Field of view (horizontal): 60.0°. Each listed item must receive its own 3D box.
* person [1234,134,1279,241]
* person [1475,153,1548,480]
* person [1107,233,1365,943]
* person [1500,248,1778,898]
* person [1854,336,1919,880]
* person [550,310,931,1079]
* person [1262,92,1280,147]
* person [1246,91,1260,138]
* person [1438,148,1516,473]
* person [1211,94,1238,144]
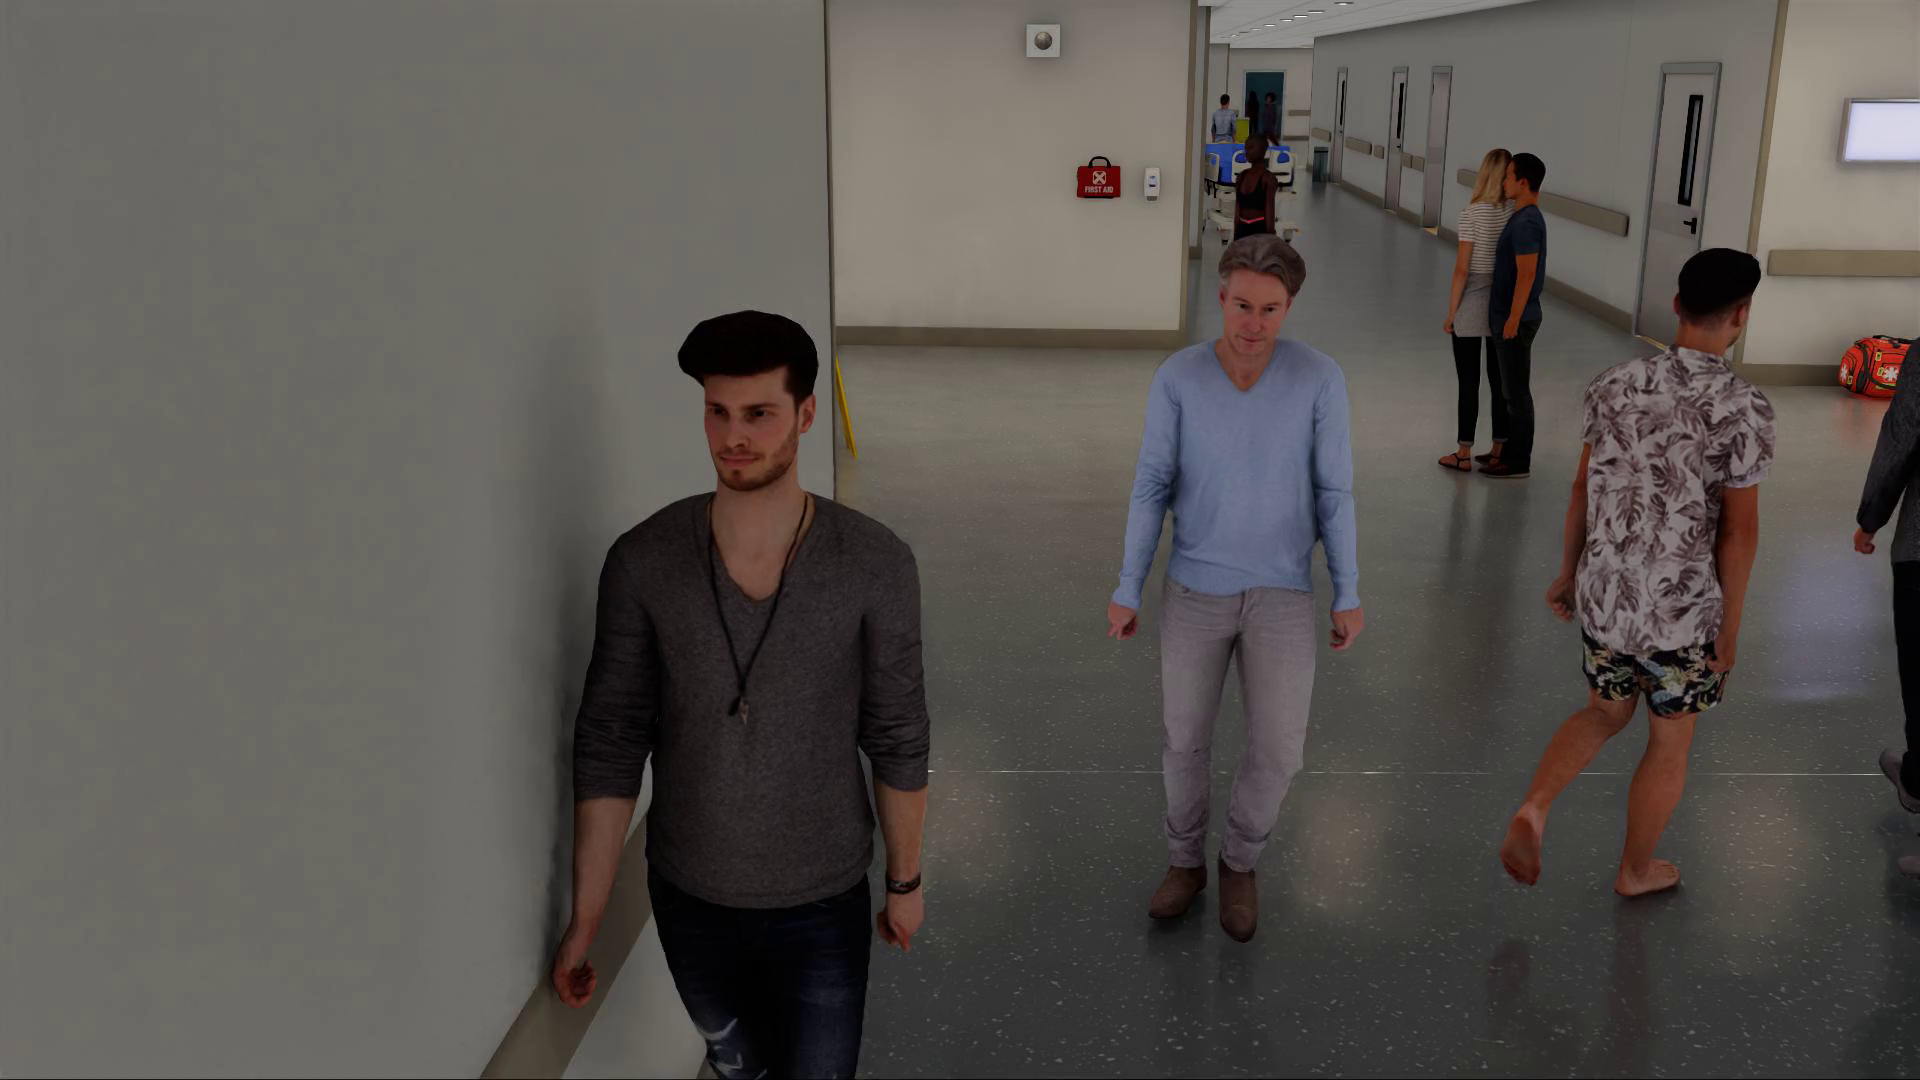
[{"bbox_3d":[2.495,-2.449,13.723,0.951,1.745,0.908,-15,22,-43],"label":"person"},{"bbox_3d":[3.149,-1.259,9.388,0.598,1.807,0.699,4,16,15],"label":"person"},{"bbox_3d":[0.738,0.140,4.331,0.716,1.859,0.909,5,17,18],"label":"person"},{"bbox_3d":[1.802,0.155,4.398,1.045,1.793,0.976,-12,20,-37],"label":"person"},{"bbox_3d":[2.813,0.079,4.603,1.185,1.829,0.835,3,16,10],"label":"person"},{"bbox_3d":[-0.320,0.556,2.849,1.074,1.864,0.795,3,16,9],"label":"person"},{"bbox_3d":[8.215,-10.943,43.954,1.022,1.691,0.971,11,19,35],"label":"person"},{"bbox_3d":[9.173,-13.118,51.817,1.082,1.610,0.860,-3,16,-10],"label":"person"},{"bbox_3d":[3.014,-1.307,9.527,0.569,1.826,0.735,-3,16,-12],"label":"person"},{"bbox_3d":[4.905,-7.359,30.952,0.628,1.847,0.778,8,18,26],"label":"person"}]
